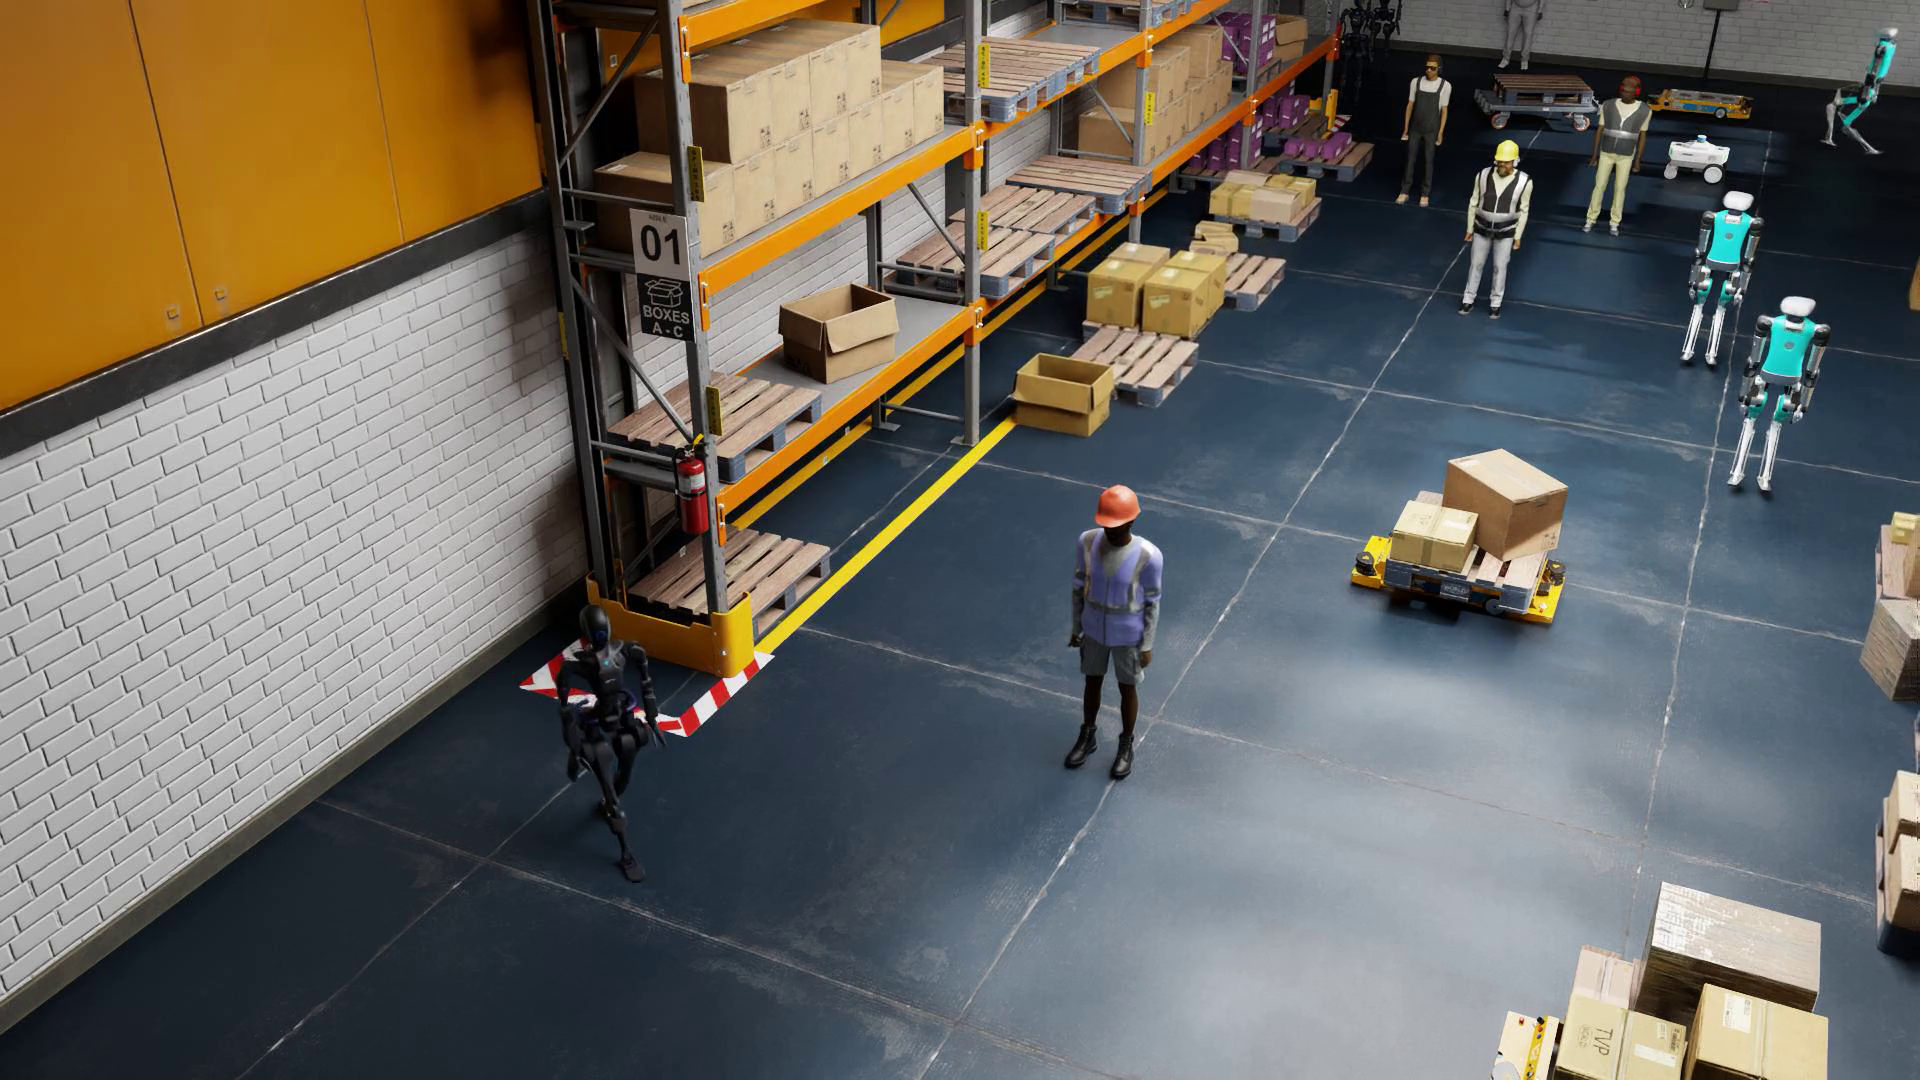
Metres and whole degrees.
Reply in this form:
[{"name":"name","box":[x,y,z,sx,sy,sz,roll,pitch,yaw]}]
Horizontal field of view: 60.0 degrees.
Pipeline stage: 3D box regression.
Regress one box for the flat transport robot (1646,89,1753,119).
[{"name":"flat transport robot","box":[11.016,-6.498,24.777,1.431,0.231,0.659,13,31,22]}]

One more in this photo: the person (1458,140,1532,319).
[{"name":"person","box":[5.445,-3.162,16.945,0.587,1.833,0.404,13,31,22]}]

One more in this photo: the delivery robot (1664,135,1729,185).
[{"name":"delivery robot","box":[9.581,-4.961,21.596,0.739,0.566,0.499,13,31,22]}]

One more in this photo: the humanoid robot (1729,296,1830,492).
[{"name":"humanoid robot","box":[6.532,-1.221,13.312,0.531,1.669,0.750,13,31,22]}]

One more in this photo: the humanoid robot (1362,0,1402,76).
[{"name":"humanoid robot","box":[6.774,-8.298,26.619,0.599,1.655,0.315,13,31,22]}]

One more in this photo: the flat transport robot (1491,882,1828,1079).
[{"name":"flat transport robot","box":[3.262,2.645,7.824,1.431,0.231,0.659,13,31,22]}]

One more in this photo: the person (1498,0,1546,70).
[{"name":"person","box":[9.156,-8.629,27.004,0.641,1.908,0.414,13,31,22]}]

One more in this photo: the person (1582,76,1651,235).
[{"name":"person","box":[7.657,-4.488,19.395,0.570,1.841,0.376,13,31,22]}]

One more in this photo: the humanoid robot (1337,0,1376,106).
[{"name":"humanoid robot","box":[5.914,-7.361,24.881,0.599,1.655,0.315,13,31,22]}]

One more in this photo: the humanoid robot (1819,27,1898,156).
[{"name":"humanoid robot","box":[12.064,-6.034,22.393,1.045,1.741,0.547,23,36,36]}]

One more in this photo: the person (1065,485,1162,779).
[{"name":"person","box":[0.910,0.546,9.960,0.543,1.938,0.351,13,31,22]}]

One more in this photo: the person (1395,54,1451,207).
[{"name":"person","box":[5.684,-5.021,20.378,0.507,1.846,0.346,13,31,22]}]

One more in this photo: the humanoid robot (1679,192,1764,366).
[{"name":"humanoid robot","box":[7.165,-2.498,15.679,0.533,1.672,0.735,13,31,22]}]

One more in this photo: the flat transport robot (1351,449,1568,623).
[{"name":"flat transport robot","box":[3.680,0.247,12.270,1.431,0.231,0.659,13,31,22]}]

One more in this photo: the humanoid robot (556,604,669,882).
[{"name":"humanoid robot","box":[-1.968,1.063,9.346,0.584,1.644,0.780,-17,33,-29]}]
